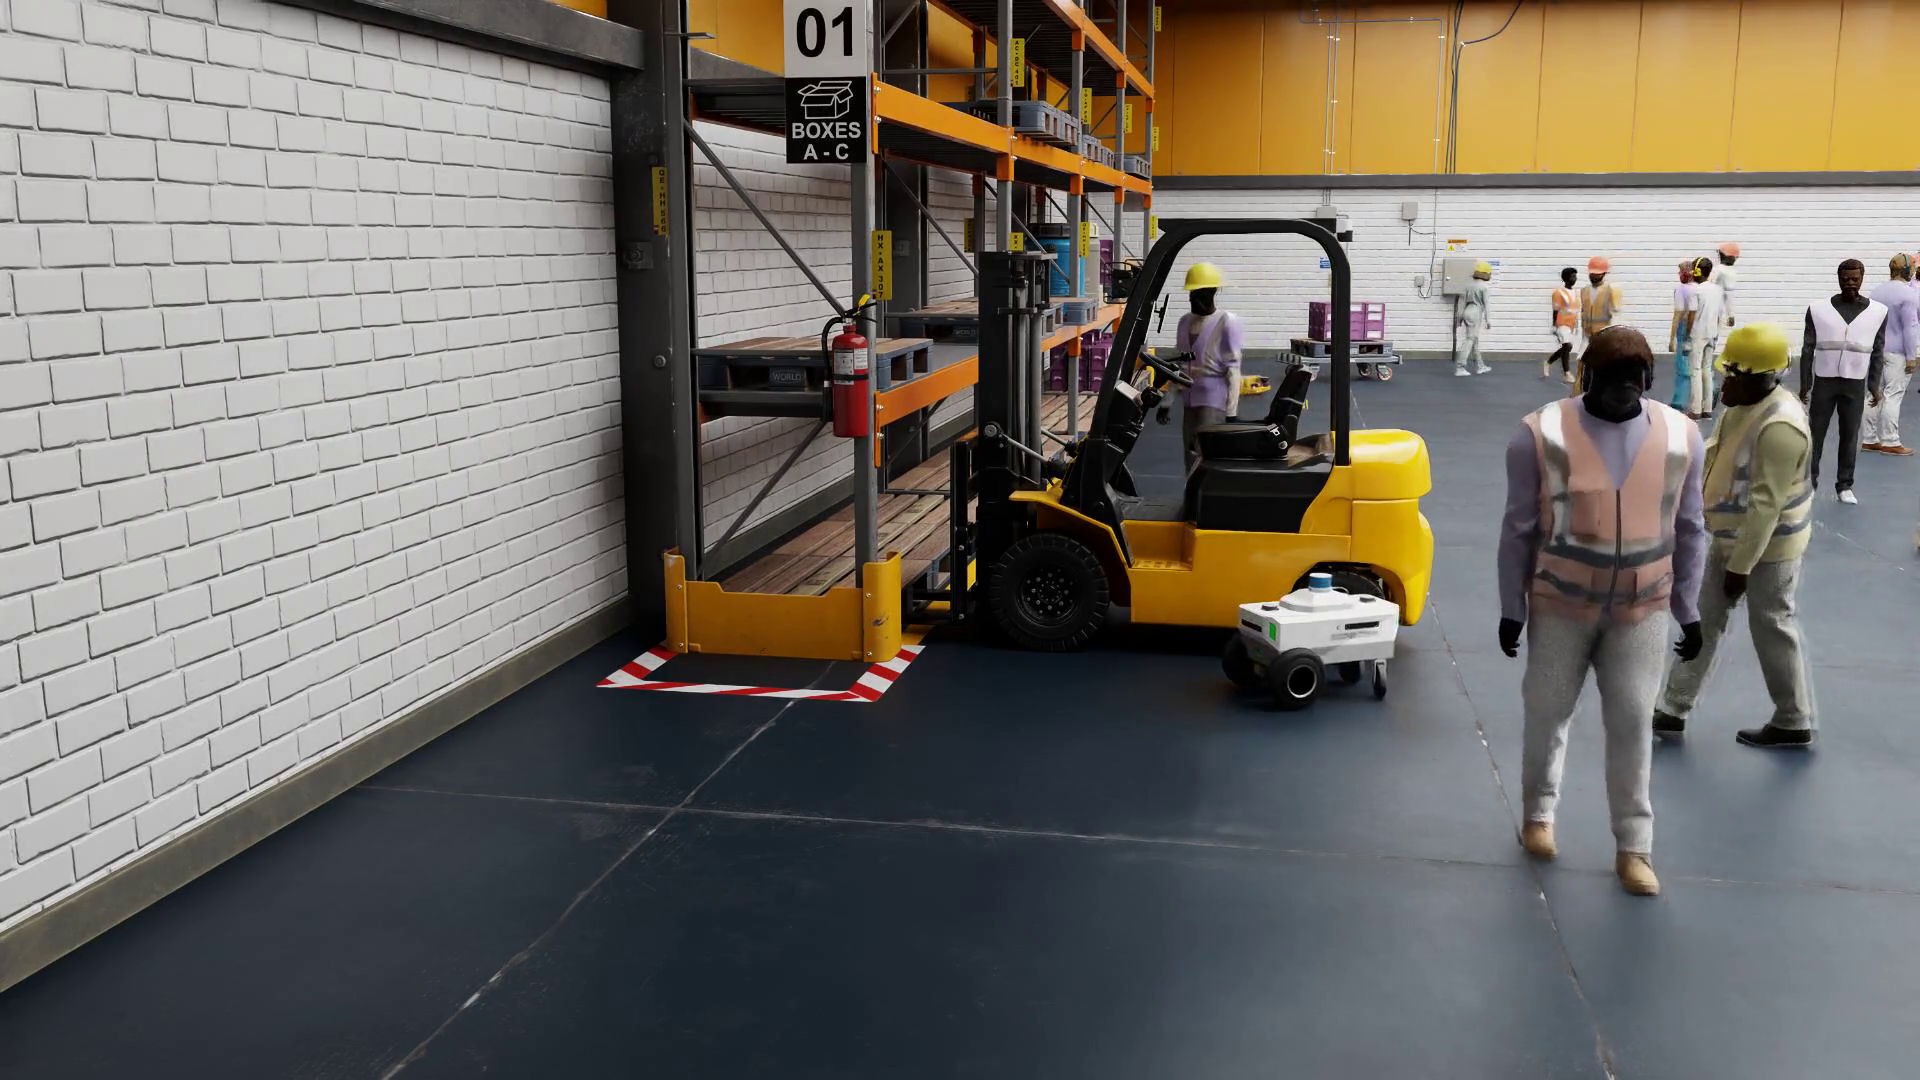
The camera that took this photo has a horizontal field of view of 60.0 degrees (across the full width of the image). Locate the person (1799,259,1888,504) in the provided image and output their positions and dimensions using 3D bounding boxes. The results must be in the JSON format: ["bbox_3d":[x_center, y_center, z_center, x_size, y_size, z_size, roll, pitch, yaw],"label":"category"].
[{"bbox_3d":[6.935,-1.244,13.104,0.590,1.919,0.392,4,11,20],"label":"person"}]

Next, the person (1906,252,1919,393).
[{"bbox_3d":[12.746,-2.865,22.112,0.987,1.885,0.554,-7,13,-35],"label":"person"}]

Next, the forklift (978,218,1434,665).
[{"bbox_3d":[1.285,-0.567,8.635,2.313,2.155,1.214,2,11,11],"label":"forklift"}]

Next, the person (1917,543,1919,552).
[{"bbox_3d":[6.644,-0.796,10.482,0.629,1.986,1.070,-5,11,-25],"label":"person"}]

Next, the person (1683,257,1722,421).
[{"bbox_3d":[8.451,-2.285,18.993,0.527,1.858,0.347,-5,11,-25],"label":"person"}]

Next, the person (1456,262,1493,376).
[{"bbox_3d":[7.858,-3.342,25.174,0.817,1.696,0.506,-4,11,-21],"label":"person"}]

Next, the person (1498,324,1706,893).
[{"bbox_3d":[2.102,0.203,5.463,0.642,1.836,0.494,1,10,7],"label":"person"}]

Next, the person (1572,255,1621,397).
[{"bbox_3d":[7.437,-2.367,19.378,1.021,1.874,0.587,-7,12,-33],"label":"person"}]

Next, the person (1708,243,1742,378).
[{"bbox_3d":[11.168,-3.376,24.563,0.601,2.005,0.631,-1,10,-7],"label":"person"}]

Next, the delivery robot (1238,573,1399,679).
[{"bbox_3d":[1.640,0.393,7.608,0.707,0.478,0.477,-4,11,-20],"label":"delivery robot"}]

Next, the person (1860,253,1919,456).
[{"bbox_3d":[8.954,-1.777,15.972,0.373,1.940,0.629,-2,10,-8],"label":"person"}]

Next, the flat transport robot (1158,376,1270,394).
[{"bbox_3d":[3.387,-2.110,22.368,1.431,0.197,0.652,5,11,25],"label":"flat transport robot"}]

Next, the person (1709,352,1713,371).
[{"bbox_3d":[11.485,-3.398,25.676,0.514,1.641,0.308,-6,12,-28],"label":"person"}]

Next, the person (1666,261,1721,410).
[{"bbox_3d":[8.784,-2.428,19.890,0.570,1.811,0.758,-7,12,-33],"label":"person"}]

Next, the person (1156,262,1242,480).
[{"bbox_3d":[1.674,-0.965,11.576,0.425,1.915,0.615,-6,12,-29],"label":"person"}]

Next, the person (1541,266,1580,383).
[{"bbox_3d":[8.696,-3.109,24.006,0.535,1.674,0.724,-6,12,-31],"label":"person"}]

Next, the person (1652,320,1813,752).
[{"bbox_3d":[3.110,0.001,6.684,0.820,1.771,0.658,1,10,4],"label":"person"}]
